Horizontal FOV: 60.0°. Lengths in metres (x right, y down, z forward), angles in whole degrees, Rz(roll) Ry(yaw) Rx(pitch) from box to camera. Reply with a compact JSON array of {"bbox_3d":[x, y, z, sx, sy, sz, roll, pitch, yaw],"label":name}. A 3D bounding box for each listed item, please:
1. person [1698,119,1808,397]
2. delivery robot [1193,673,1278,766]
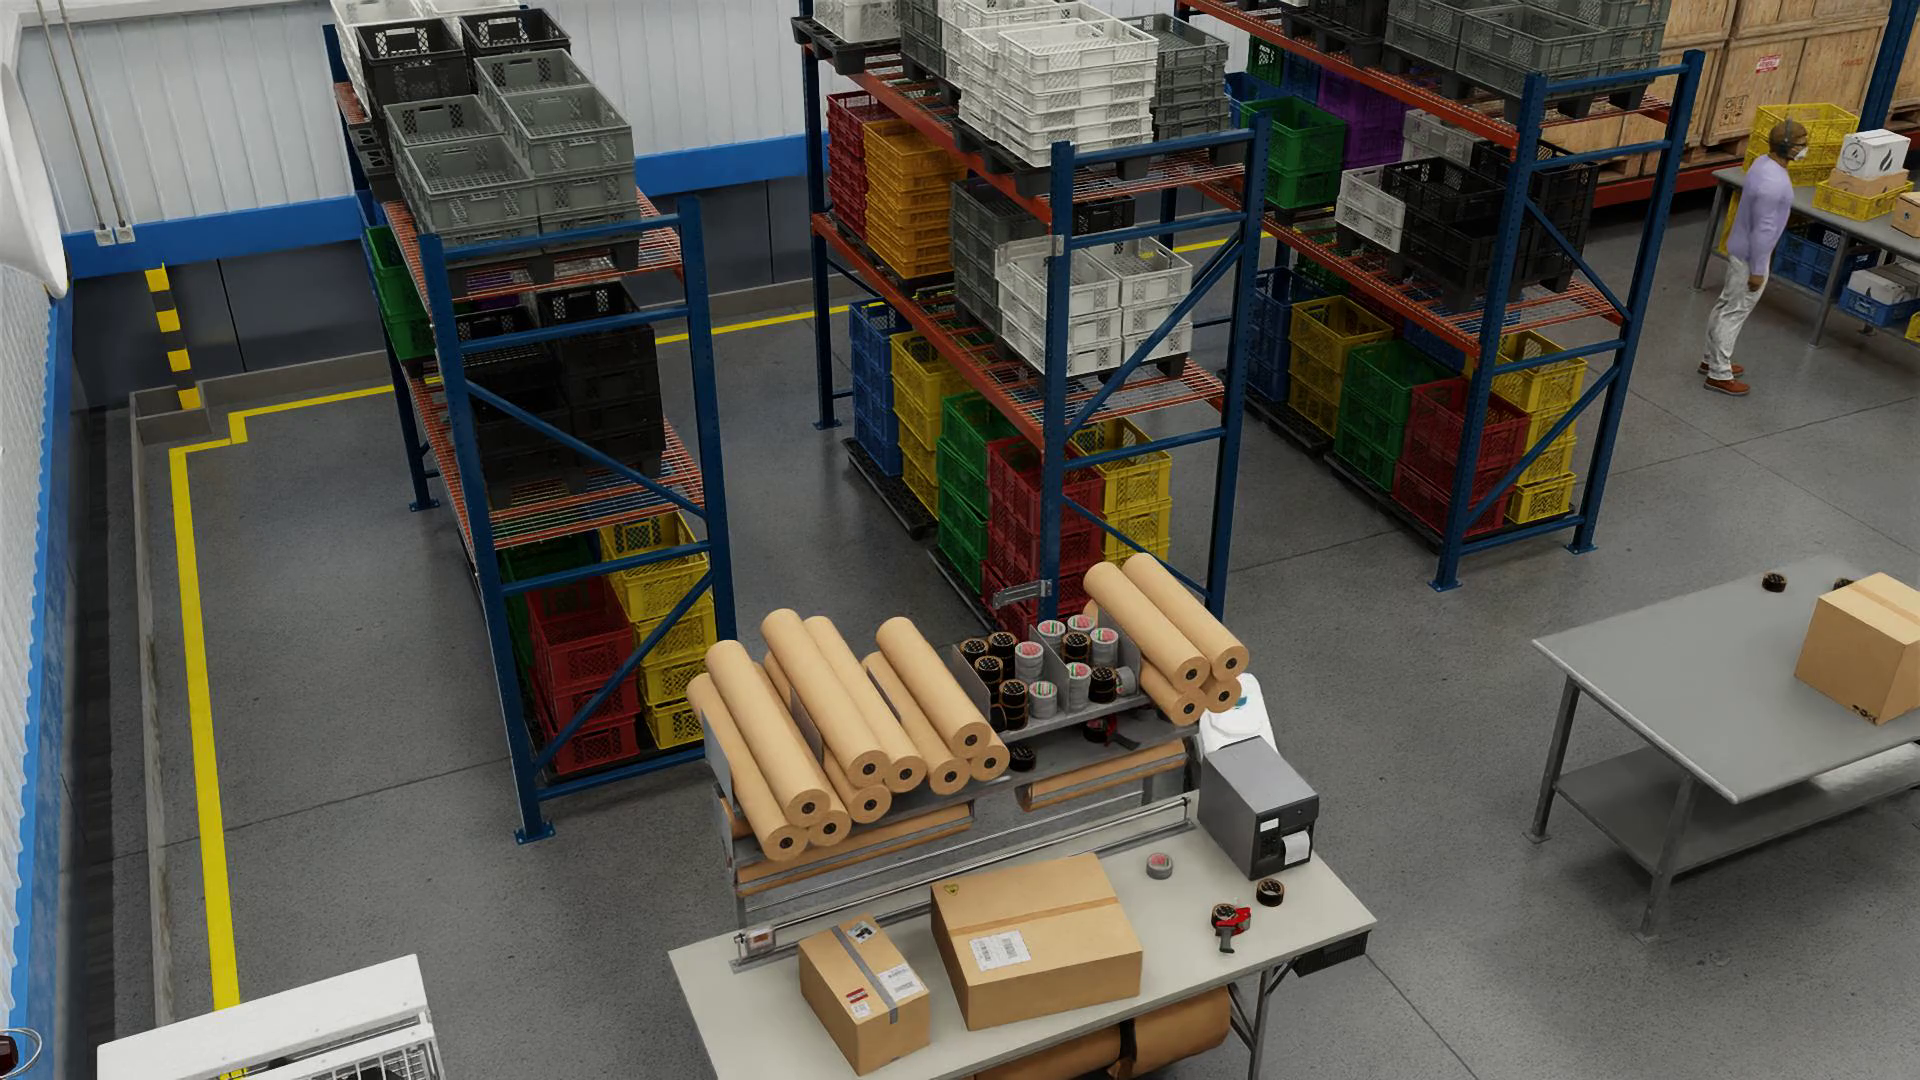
[{"bbox_3d":[5.516,-1.972,11.568,0.371,1.941,0.627,9,33,14],"label":"person"},{"bbox_3d":[1.327,0.927,8.083,0.477,0.478,0.707,0,32,0],"label":"delivery robot"}]
